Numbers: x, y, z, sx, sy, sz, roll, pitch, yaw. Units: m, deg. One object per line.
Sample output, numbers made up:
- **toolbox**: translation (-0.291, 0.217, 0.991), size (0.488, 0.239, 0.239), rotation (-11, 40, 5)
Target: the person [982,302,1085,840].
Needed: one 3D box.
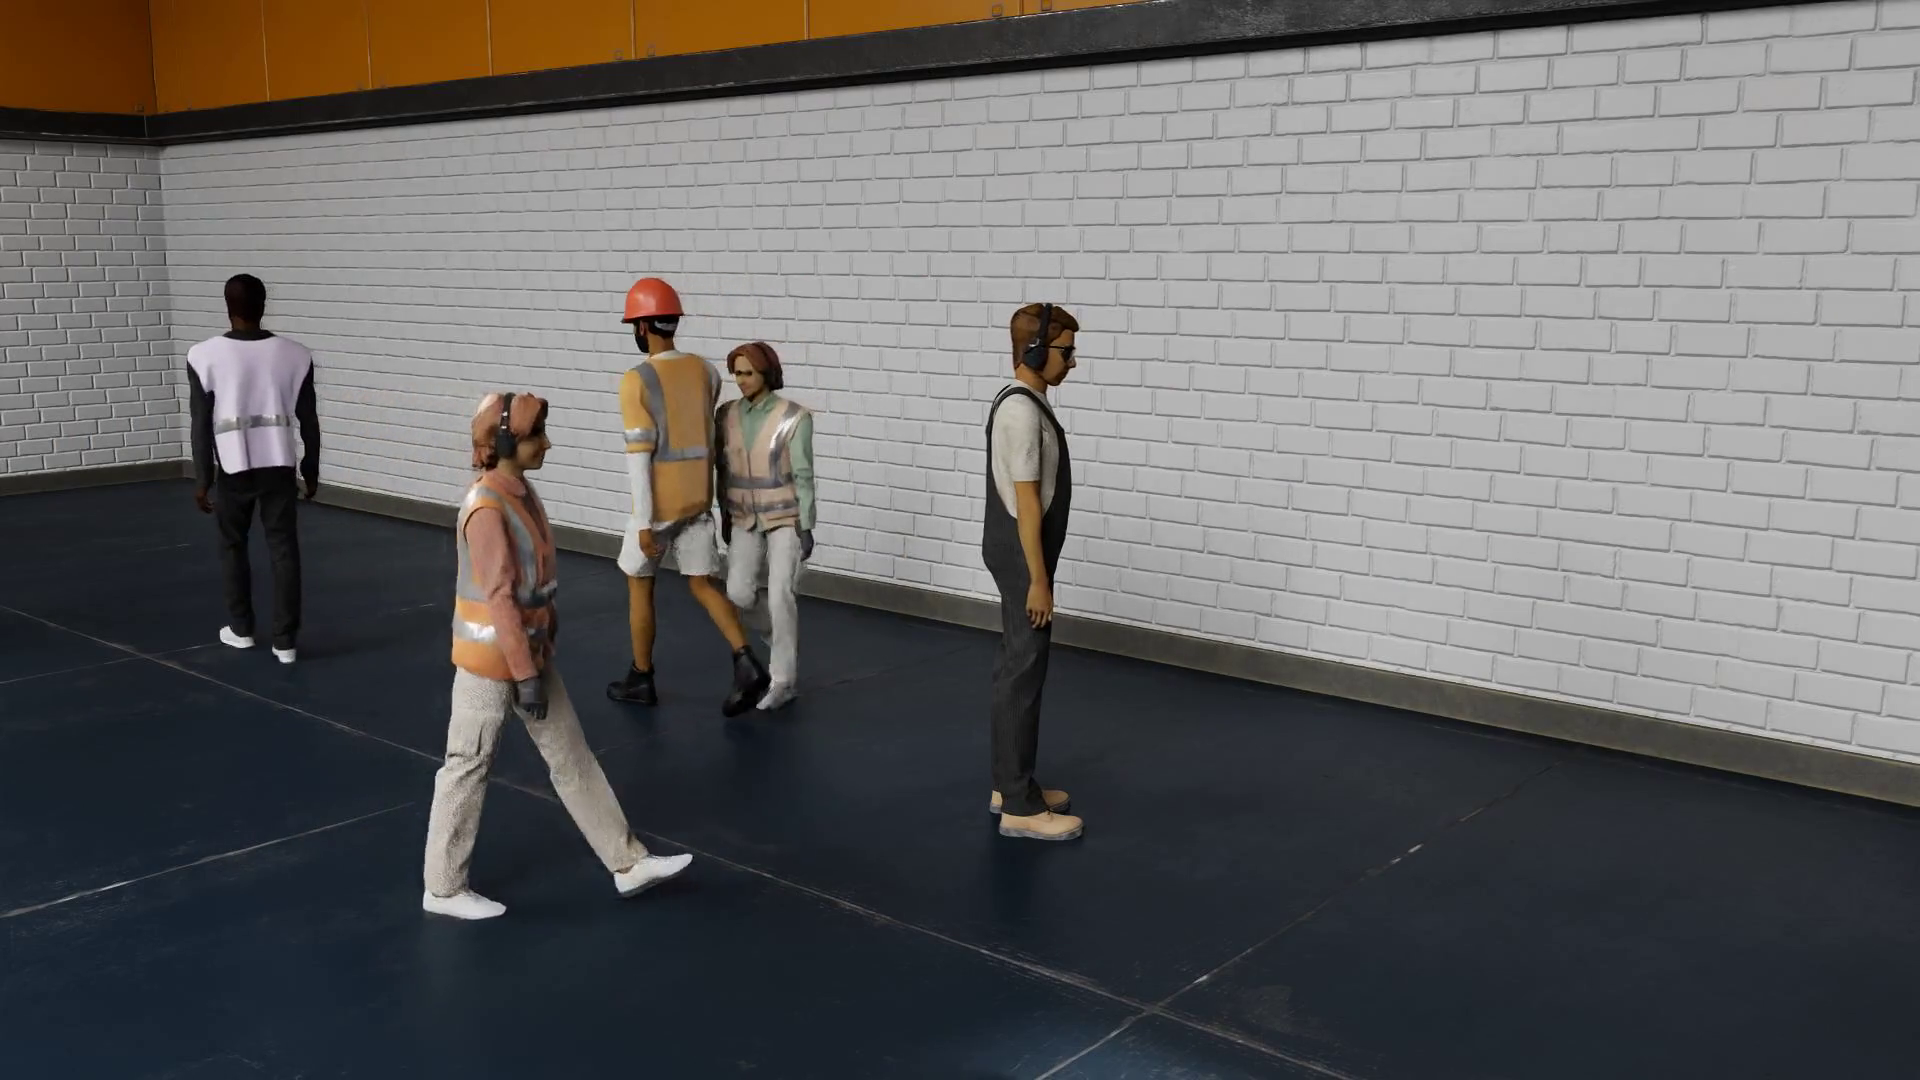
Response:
- **person**: translation (0.250, 0.105, 5.758), size (0.345, 1.840, 0.504), rotation (-1, 10, -3)

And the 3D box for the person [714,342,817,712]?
- **person**: translation (-0.829, -0.076, 7.401), size (0.542, 1.622, 0.464), rotation (5, 11, 24)

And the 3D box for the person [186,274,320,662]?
- **person**: translation (-3.514, -0.364, 8.279), size (0.614, 1.889, 0.802), rotation (-7, 12, -33)

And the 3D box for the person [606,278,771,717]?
- **person**: translation (-1.201, -0.170, 7.154), size (0.852, 1.904, 0.534), rotation (9, 13, 42)

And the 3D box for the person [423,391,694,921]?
- **person**: translation (-1.250, 0.363, 4.949), size (0.835, 1.592, 0.544), rotation (0, 10, 0)
